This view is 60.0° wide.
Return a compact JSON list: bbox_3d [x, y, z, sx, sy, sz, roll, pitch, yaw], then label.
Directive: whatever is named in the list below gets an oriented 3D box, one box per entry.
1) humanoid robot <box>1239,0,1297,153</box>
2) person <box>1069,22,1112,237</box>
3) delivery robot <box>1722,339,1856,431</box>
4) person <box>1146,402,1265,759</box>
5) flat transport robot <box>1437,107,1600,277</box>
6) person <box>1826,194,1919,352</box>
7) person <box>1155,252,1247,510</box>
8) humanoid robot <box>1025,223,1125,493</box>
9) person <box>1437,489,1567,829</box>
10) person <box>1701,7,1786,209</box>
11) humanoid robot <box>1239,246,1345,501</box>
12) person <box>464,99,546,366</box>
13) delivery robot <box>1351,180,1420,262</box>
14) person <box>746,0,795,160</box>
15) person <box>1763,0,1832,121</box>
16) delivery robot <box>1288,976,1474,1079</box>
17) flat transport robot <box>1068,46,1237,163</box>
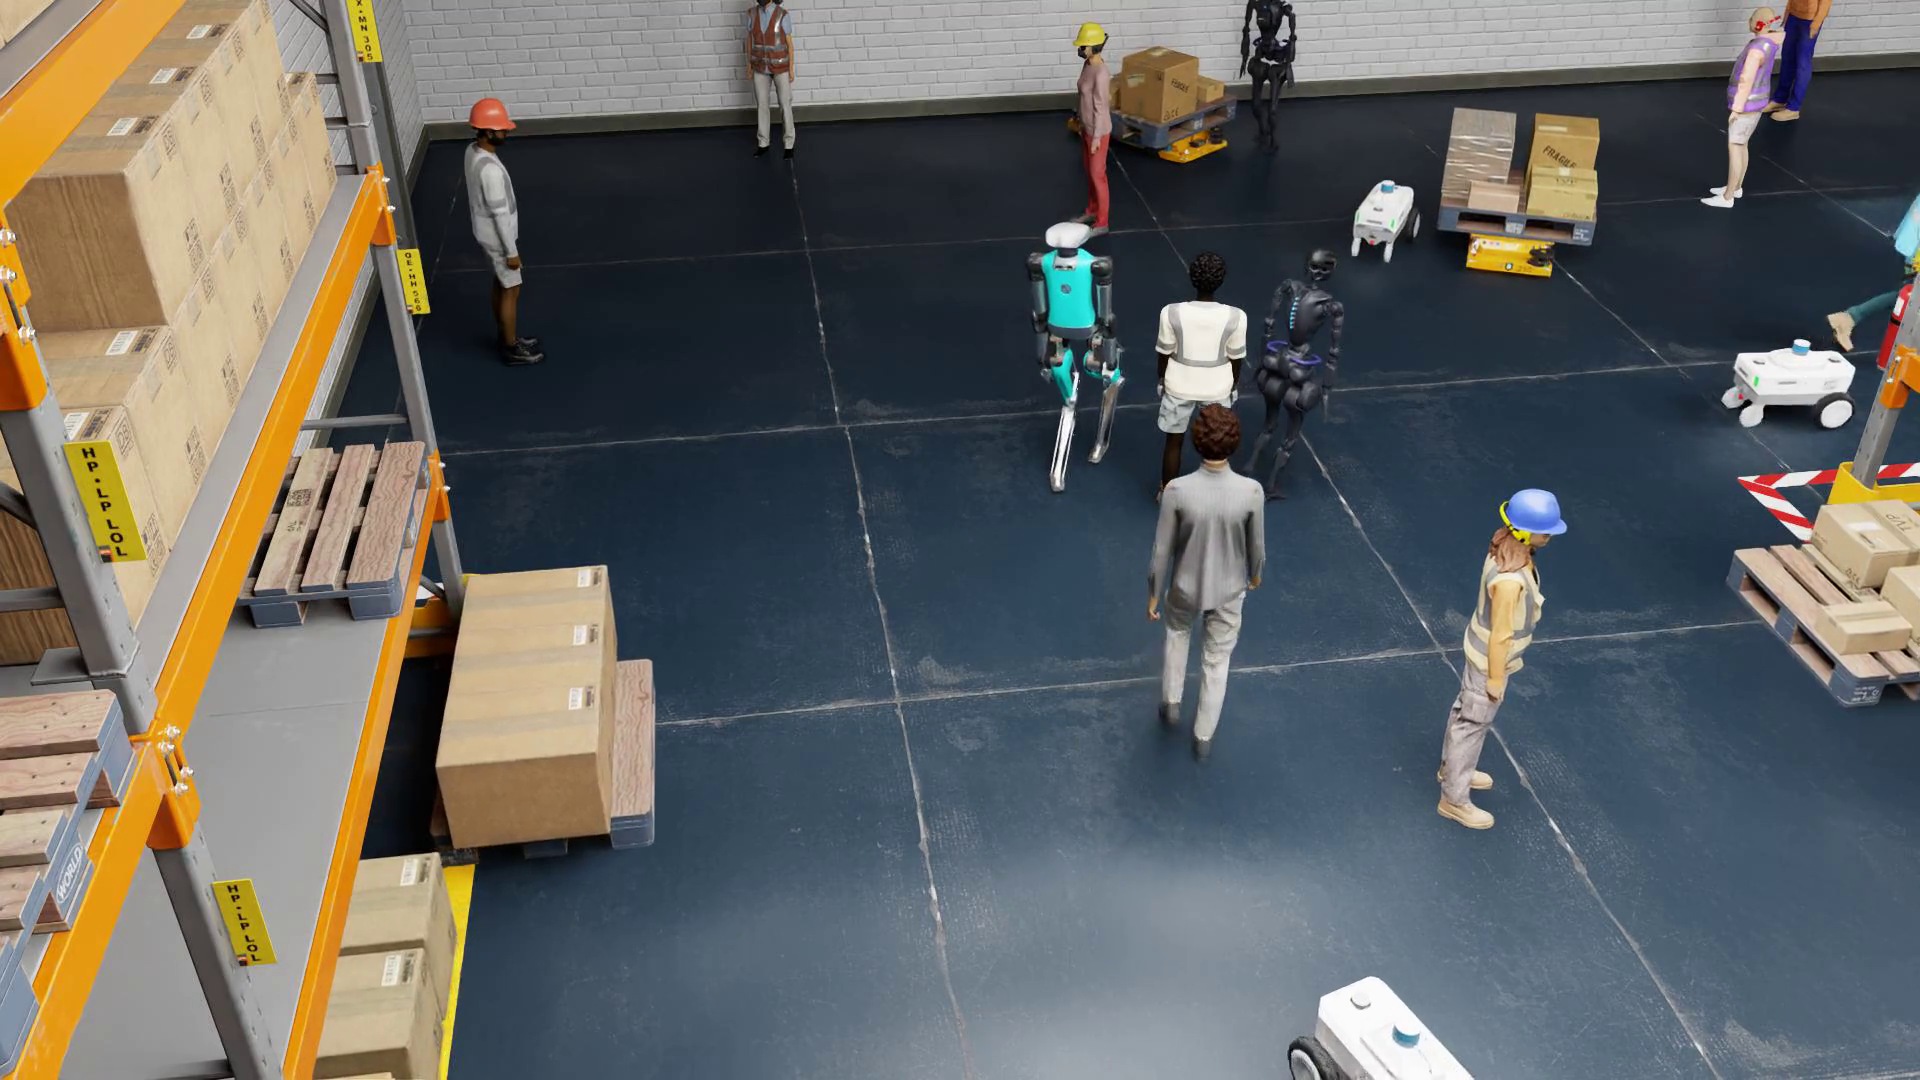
[{"bbox_3d":[2.888,-4.437,15.389,0.603,1.649,0.450,24,40,32],"label":"humanoid robot"},{"bbox_3d":[1.069,-3.368,13.654,0.341,1.758,0.517,-6,34,-9],"label":"person"},{"bbox_3d":[5.625,-1.057,11.229,0.818,0.614,0.499,-2,33,-2],"label":"delivery robot"},{"bbox_3d":[1.193,0.189,8.090,0.554,1.877,0.599,5,33,8],"label":"person"},{"bbox_3d":[4.572,-2.573,13.795,0.659,0.231,1.431,9,34,14],"label":"flat transport robot"},{"bbox_3d":[6.605,-2.024,11.527,0.651,1.840,0.527,12,35,18],"label":"person"},{"bbox_3d":[1.419,-0.910,9.942,0.533,1.693,0.320,4,33,7],"label":"person"},{"bbox_3d":[0.761,-1.213,10.398,0.584,1.782,0.886,12,35,17],"label":"humanoid robot"},{"bbox_3d":[2.482,0.528,7.662,0.325,1.777,0.466,10,34,15],"label":"person"},{"bbox_3d":[6.712,-3.697,14.223,0.357,1.684,0.486,21,39,29],"label":"person"},{"bbox_3d":[2.009,-1.003,10.105,0.433,1.634,0.609,-25,41,-33],"label":"humanoid robot"},{"bbox_3d":[-3.188,-2.131,11.610,0.387,1.924,0.547,-16,36,-23],"label":"person"},{"bbox_3d":[3.478,-2.658,13.659,0.499,0.590,0.793,15,36,21],"label":"delivery robot"},{"bbox_3d":[-1.721,-4.306,15.147,0.448,1.688,0.301,8,34,12],"label":"person"},{"bbox_3d":[8.158,-5.074,16.079,0.402,1.973,0.510,-8,34,-12],"label":"person"},{"bbox_3d":[1.679,2.065,6.434,0.499,0.602,0.801,-15,36,-22],"label":"delivery robot"},{"bbox_3d":[1.777,-3.916,15.853,1.431,0.231,0.659,28,42,36],"label":"flat transport robot"}]
